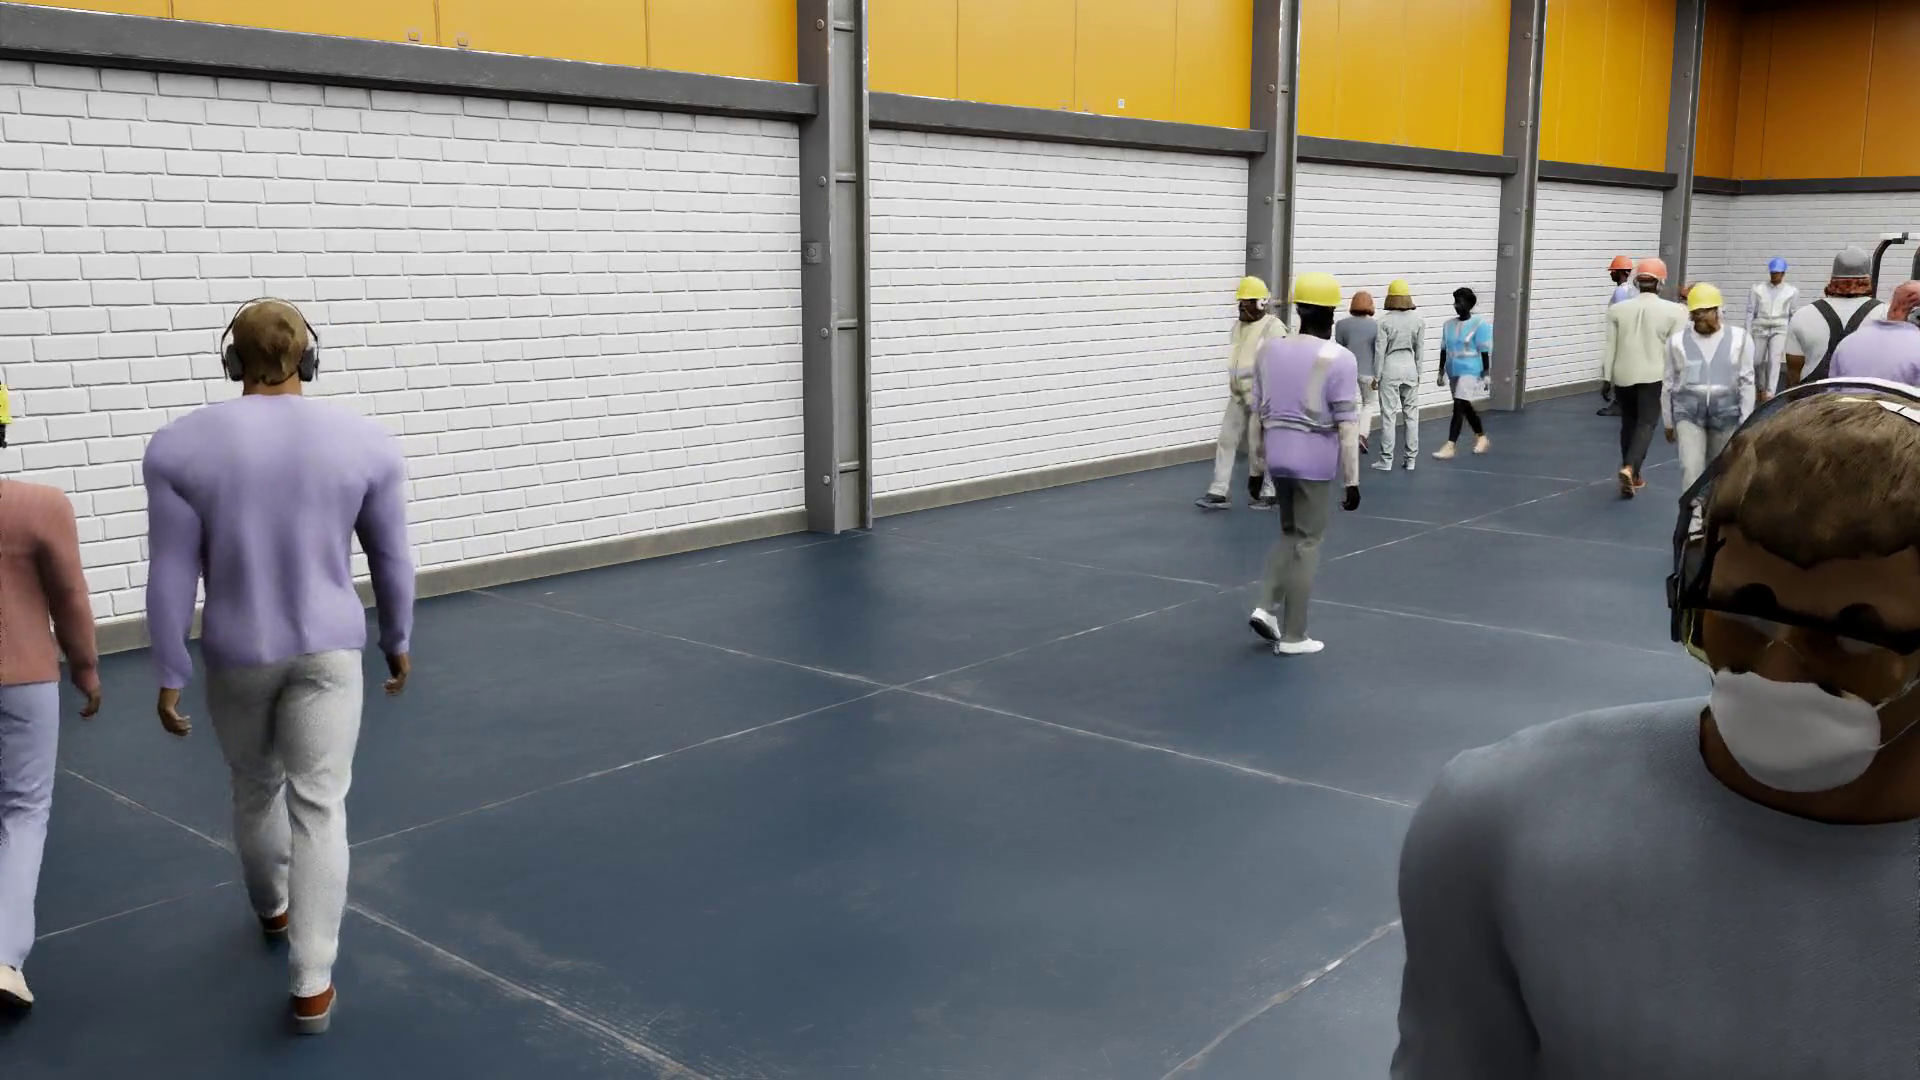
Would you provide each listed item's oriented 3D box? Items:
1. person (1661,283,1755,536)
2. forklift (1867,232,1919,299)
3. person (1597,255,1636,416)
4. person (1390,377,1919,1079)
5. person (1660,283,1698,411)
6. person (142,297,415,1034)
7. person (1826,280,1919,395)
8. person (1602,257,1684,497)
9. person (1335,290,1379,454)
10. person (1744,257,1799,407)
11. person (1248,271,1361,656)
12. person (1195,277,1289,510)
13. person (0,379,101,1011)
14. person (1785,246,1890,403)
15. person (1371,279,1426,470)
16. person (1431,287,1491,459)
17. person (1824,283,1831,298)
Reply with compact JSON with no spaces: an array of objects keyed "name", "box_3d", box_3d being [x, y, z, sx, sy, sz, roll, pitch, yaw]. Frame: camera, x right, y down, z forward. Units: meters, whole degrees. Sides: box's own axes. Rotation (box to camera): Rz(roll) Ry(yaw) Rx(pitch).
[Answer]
[{"name":"person","box_3d":[5.144,-0.873,11.471,0.590,1.802,0.803,4,11,20]},{"name":"forklift","box_3d":[9.955,-1.972,16.595,2.313,2.155,1.214,1,10,8]},{"name":"person","box_3d":[7.948,-2.463,20.120,0.356,1.936,0.551,6,12,31]},{"name":"person","box_3d":[0.641,0.832,1.370,0.627,1.935,0.372,4,11,22]},{"name":"person","box_3d":[8.865,-2.339,20.365,0.519,1.596,0.765,-6,11,-29]},{"name":"person","box_3d":[-1.831,0.293,4.556,0.659,1.887,0.985,-4,11,-21]},{"name":"person","box_3d":[4.879,-0.467,8.986,0.812,1.870,0.669,-4,11,-22]},{"name":"person","box_3d":[5.587,-1.336,13.669,0.631,1.964,0.928,7,12,36]},{"name":"person","box_3d":[3.890,-1.620,16.235,0.494,1.617,0.332,4,11,22]},{"name":"person","box_3d":[10.501,-2.704,21.545,0.615,1.922,0.774,6,11,29]},{"name":"person","box_3d":[1.716,-0.369,8.277,0.436,1.914,0.602,-8,13,-38]},{"name":"person","box_3d":[2.170,-1.101,12.761,0.790,1.803,0.597,-7,12,-34]},{"name":"person","box_3d":[-2.639,0.394,4.491,0.520,1.733,0.829,-3,10,-16]},{"name":"person","box_3d":[5.732,-0.881,10.819,0.683,2.000,0.538,6,12,32]},{"name":"person","box_3d":[3.998,-1.506,15.226,0.485,1.745,0.296,-2,10,-11]},{"name":"person","box_3d":[4.928,-1.624,16.156,0.839,1.659,0.560,-6,12,-30]},{"name":"person","box_3d":[6.157,-0.877,11.427,0.929,1.821,0.538,-5,11,-26]}]
